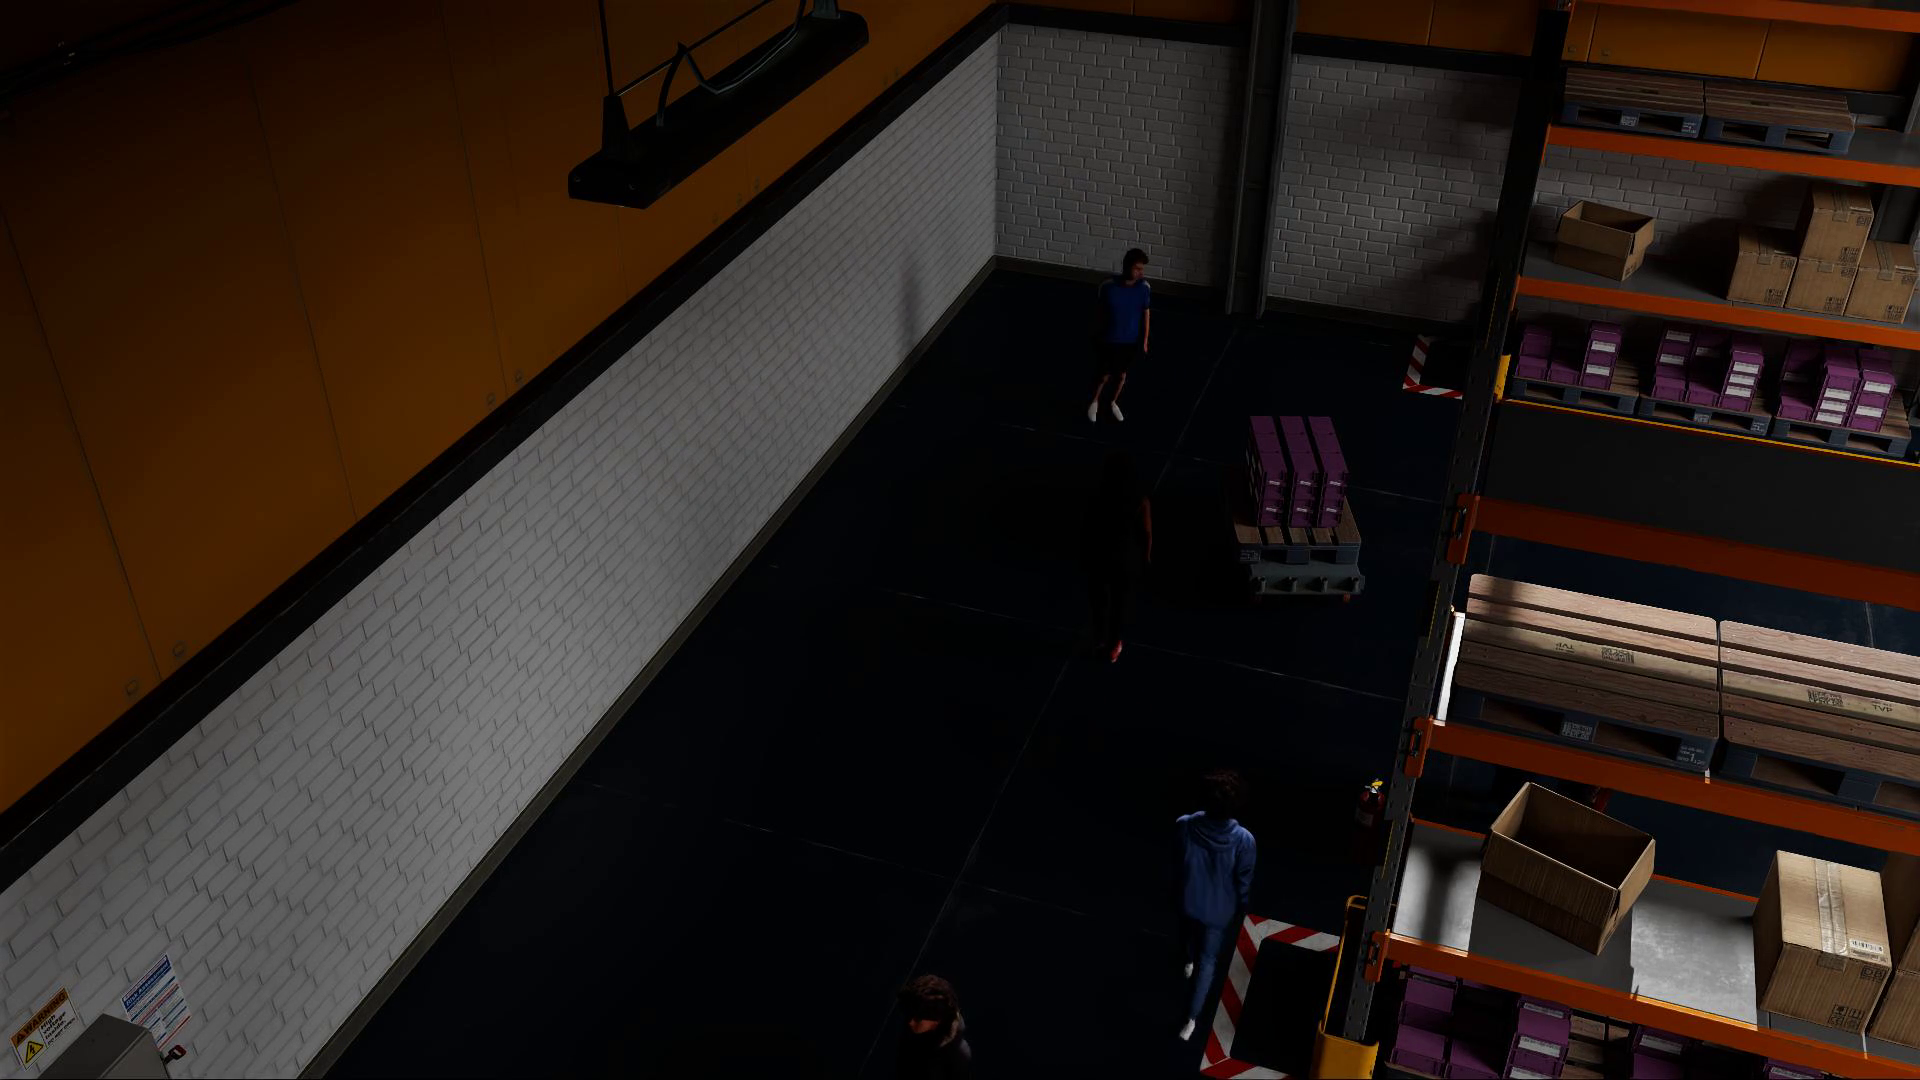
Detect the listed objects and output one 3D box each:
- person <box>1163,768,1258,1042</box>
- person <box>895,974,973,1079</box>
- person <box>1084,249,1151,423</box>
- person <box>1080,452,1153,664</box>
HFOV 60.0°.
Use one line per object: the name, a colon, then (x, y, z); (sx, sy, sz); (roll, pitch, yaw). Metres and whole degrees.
person: (1.416, 2.155, 9.739); (1.059, 1.769, 0.740); (12, 35, 17)
person: (-0.084, 2.888, 8.645); (0.832, 1.760, 0.846); (26, 42, 34)
person: (1.480, -1.957, 15.880); (0.794, 1.819, 0.902); (3, 34, 4)
person: (1.167, 0.186, 12.671); (0.660, 1.803, 0.795); (6, 34, 9)
